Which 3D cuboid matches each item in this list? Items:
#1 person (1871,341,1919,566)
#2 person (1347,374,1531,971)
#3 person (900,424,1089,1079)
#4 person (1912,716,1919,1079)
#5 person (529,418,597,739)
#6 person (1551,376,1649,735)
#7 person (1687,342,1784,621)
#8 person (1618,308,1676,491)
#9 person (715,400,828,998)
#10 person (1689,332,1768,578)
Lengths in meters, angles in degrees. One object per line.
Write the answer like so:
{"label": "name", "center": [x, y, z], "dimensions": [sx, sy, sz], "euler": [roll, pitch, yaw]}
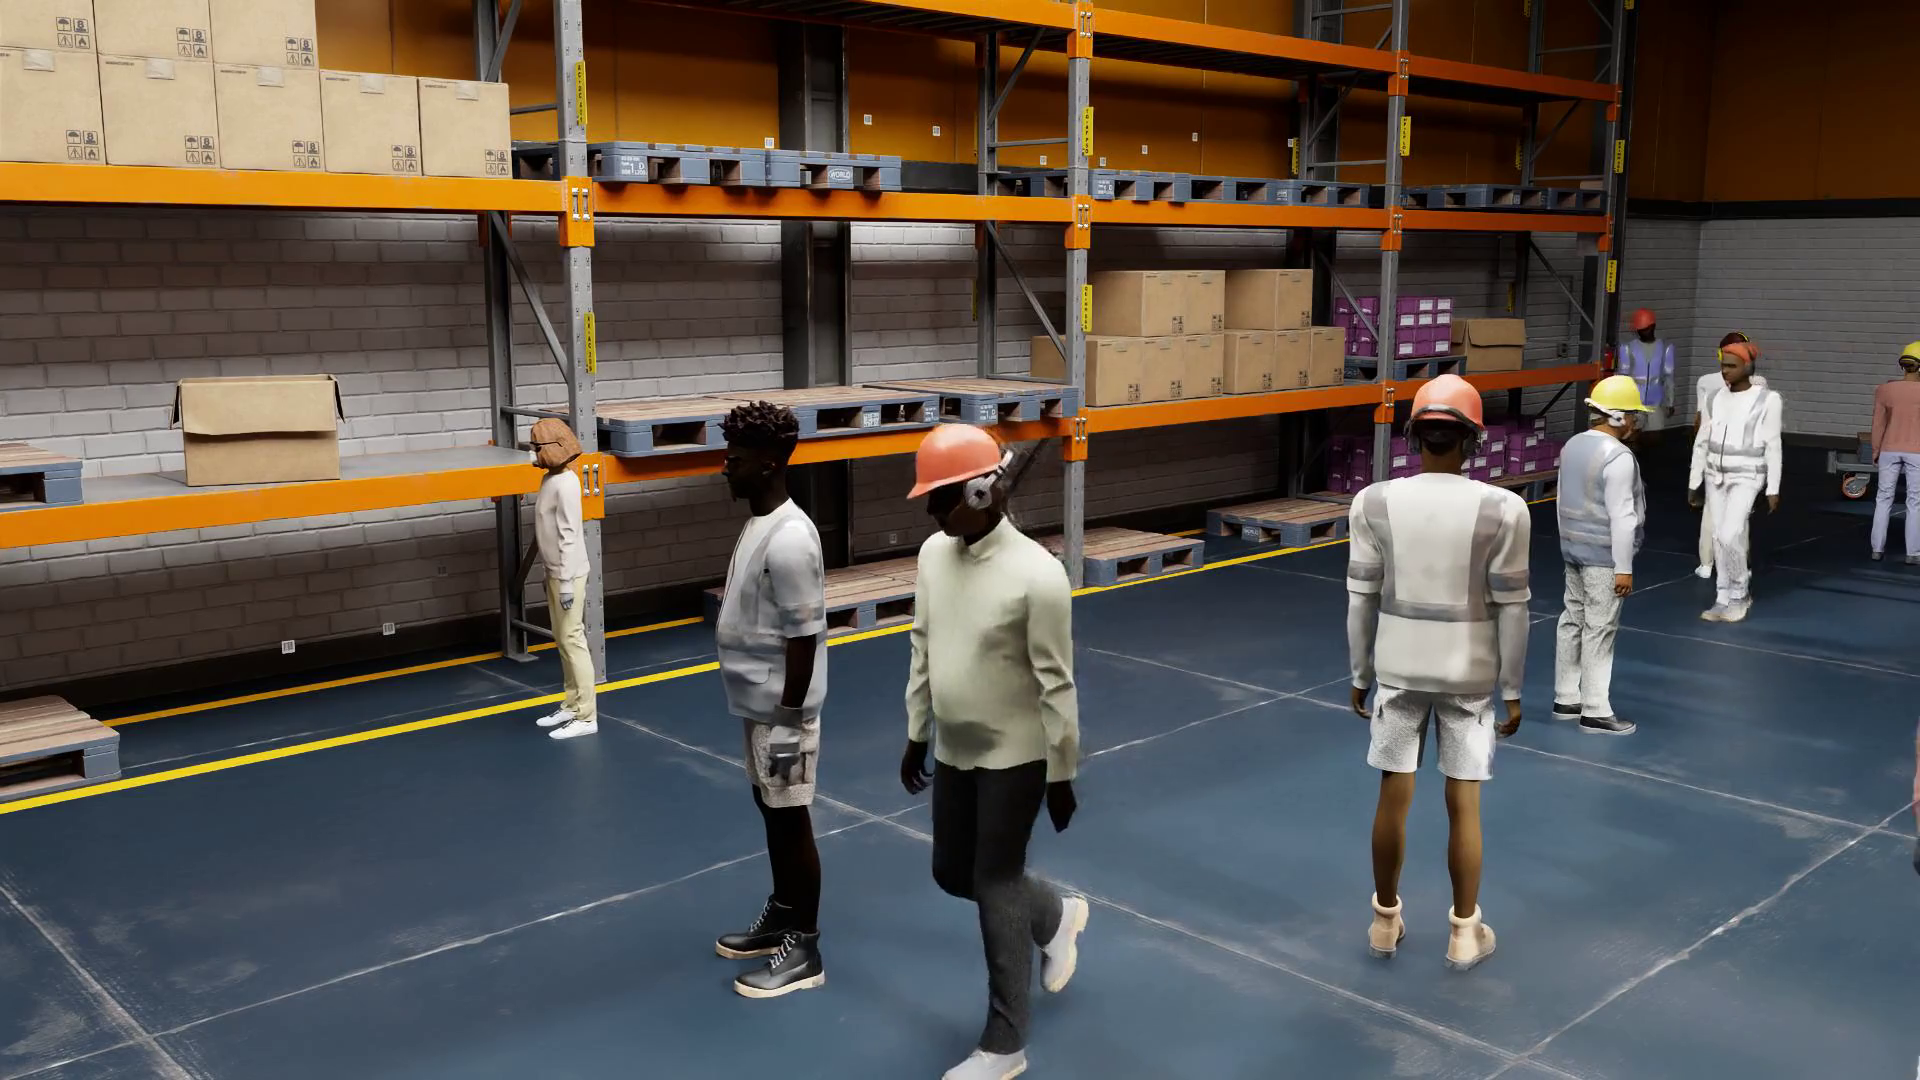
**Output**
{"label": "person", "center": [7.478, -0.681, 13.134], "dimensions": [0.310, 1.768, 0.533], "euler": [-9, 13, -41]}
{"label": "person", "center": [1.628, 0.454, 5.700], "dimensions": [0.606, 2.037, 0.382], "euler": [5, 11, 25]}
{"label": "person", "center": [0.159, 0.611, 5.032], "dimensions": [0.710, 1.955, 0.659], "euler": [-8, 13, -40]}
{"label": "person", "center": [2.951, 0.849, 4.633], "dimensions": [0.767, 1.611, 0.523], "euler": [-9, 13, -43]}
{"label": "person", "center": [-2.027, 0.190, 8.448], "dimensions": [0.281, 1.625, 0.493], "euler": [-4, 10, -22]}
{"label": "person", "center": [3.290, 0.072, 8.537], "dimensions": [0.403, 1.827, 0.601], "euler": [-1, 10, -8]}
{"label": "person", "center": [5.094, -0.370, 10.999], "dimensions": [0.424, 1.867, 0.614], "euler": [-5, 11, -25]}
{"label": "person", "center": [7.143, -1.465, 17.334], "dimensions": [0.586, 1.906, 0.513], "euler": [2, 10, 10]}
{"label": "person", "center": [-0.626, 0.517, 5.526], "dimensions": [0.361, 1.965, 0.613], "euler": [-3, 10, -17]}
{"label": "person", "center": [5.792, -0.629, 12.543], "dimensions": [0.518, 1.865, 0.330], "euler": [5, 11, 27]}
